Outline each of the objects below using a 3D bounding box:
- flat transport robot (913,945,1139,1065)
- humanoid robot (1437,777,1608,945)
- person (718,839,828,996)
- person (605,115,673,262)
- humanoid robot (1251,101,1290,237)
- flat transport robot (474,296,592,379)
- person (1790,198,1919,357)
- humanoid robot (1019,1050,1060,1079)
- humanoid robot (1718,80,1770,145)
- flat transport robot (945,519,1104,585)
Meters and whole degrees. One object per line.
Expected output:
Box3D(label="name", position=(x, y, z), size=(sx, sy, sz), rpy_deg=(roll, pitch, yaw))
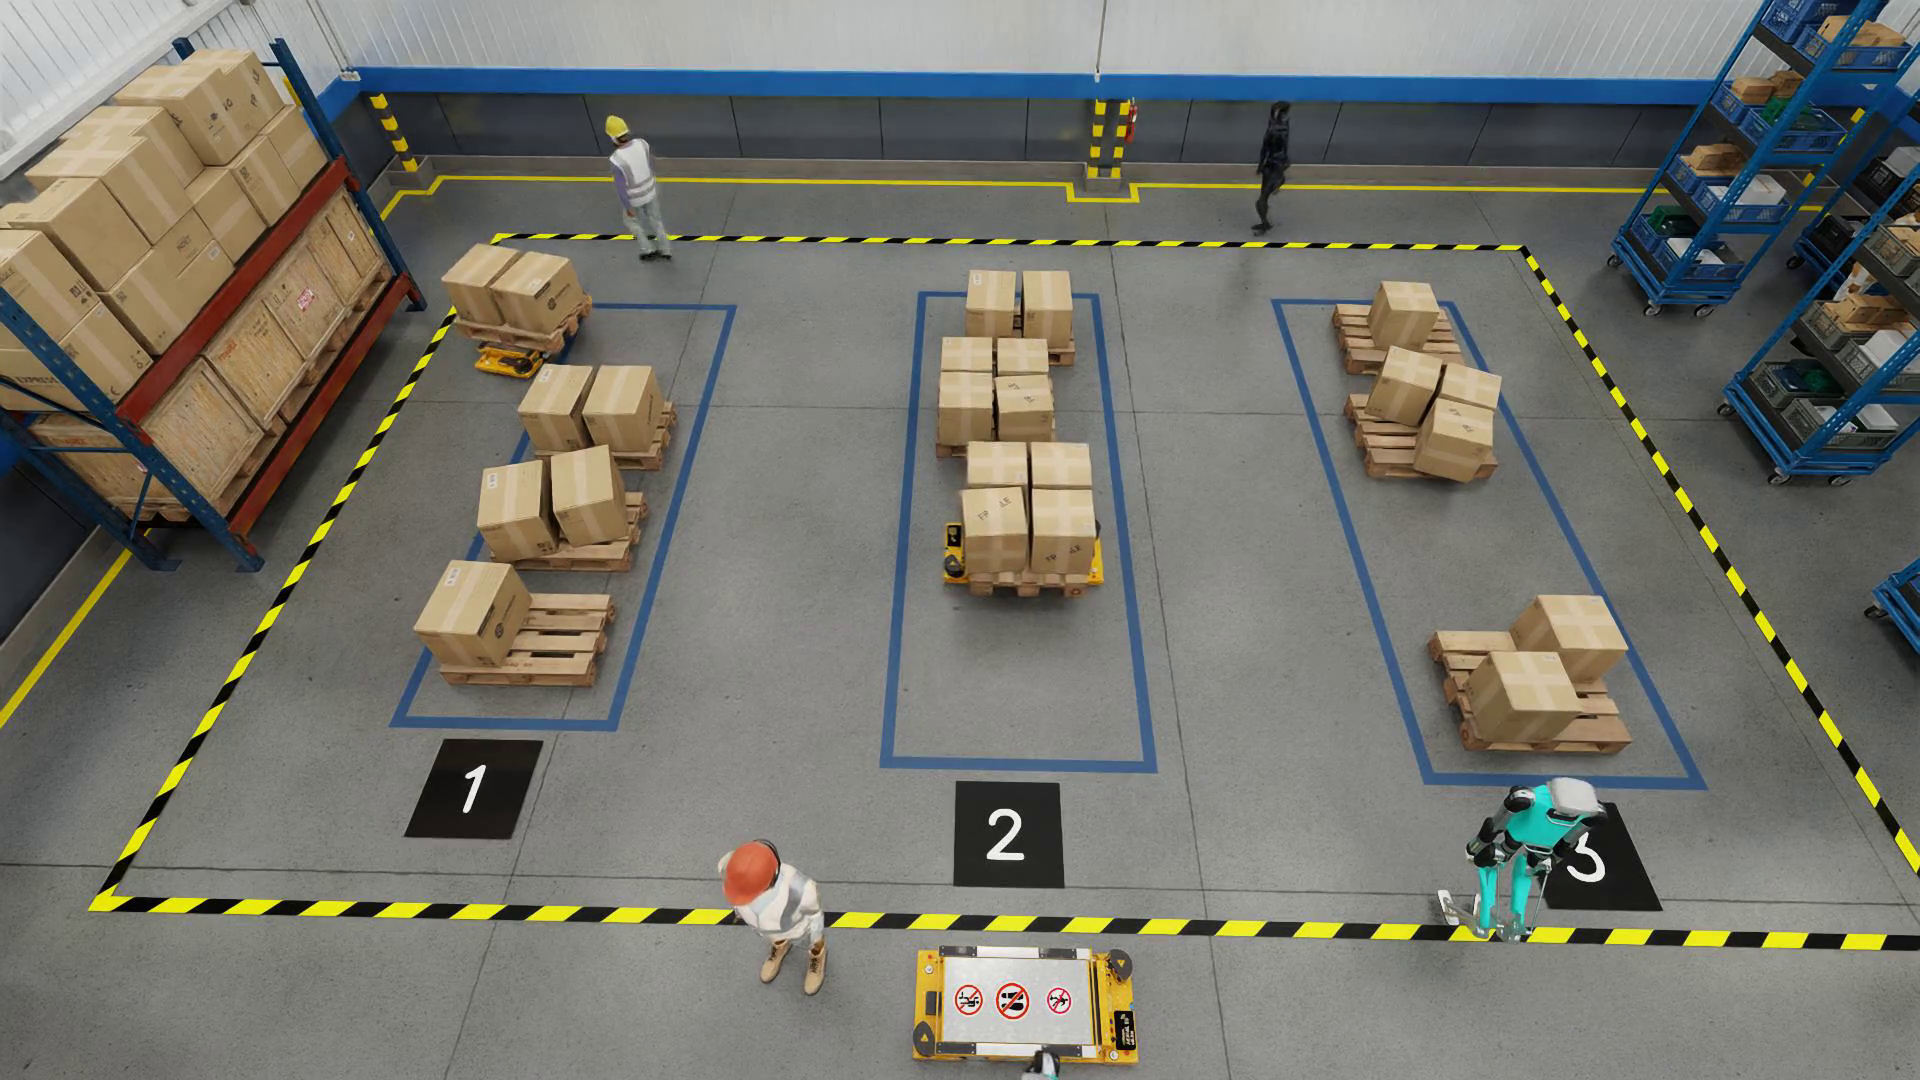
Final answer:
Box3D(label="flat transport robot", position=(0.422, 3.041, 6.007), size=(1.431, 0.231, 0.659), rpy_deg=(1, 51, 1))
Box3D(label="humanoid robot", position=(3.481, 2.129, 5.719), size=(0.533, 1.673, 0.735), rpy_deg=(10, 51, 8))
Box3D(label="person", position=(-1.094, 2.275, 5.487), size=(0.604, 2.044, 0.374), rpy_deg=(13, 52, 11))
Box3D(label="person", position=(-3.827, -4.112, 10.844), size=(0.501, 1.815, 0.601), rpy_deg=(29, 57, 22))
Box3D(label="humanoid robot", position=(3.860, -4.585, 11.319), size=(0.385, 1.635, 0.608), rpy_deg=(-9, 51, -7))
Box3D(label="flat transport robot", position=(-4.858, -2.411, 10.433), size=(0.652, 0.197, 1.431), rpy_deg=(11, 52, 9))
Box3D(label="person", position=(9.681, -2.836, 9.721), size=(0.543, 1.938, 0.351), rpy_deg=(-26, 55, -19))
Box3D(label="humanoid robot", position=(0.193, 3.174, 4.966), size=(0.655, 1.824, 0.538), rpy_deg=(5, 51, 4))
Box3D(label="humanoid robot", position=(10.002, -5.055, 11.697), size=(0.392, 1.639, 0.611), rpy_deg=(-5, 51, -4))
Box3D(label="flat transport robot", position=(0.582, 0.088, 8.396), size=(1.431, 0.197, 0.652), rpy_deg=(1, 51, 1))
